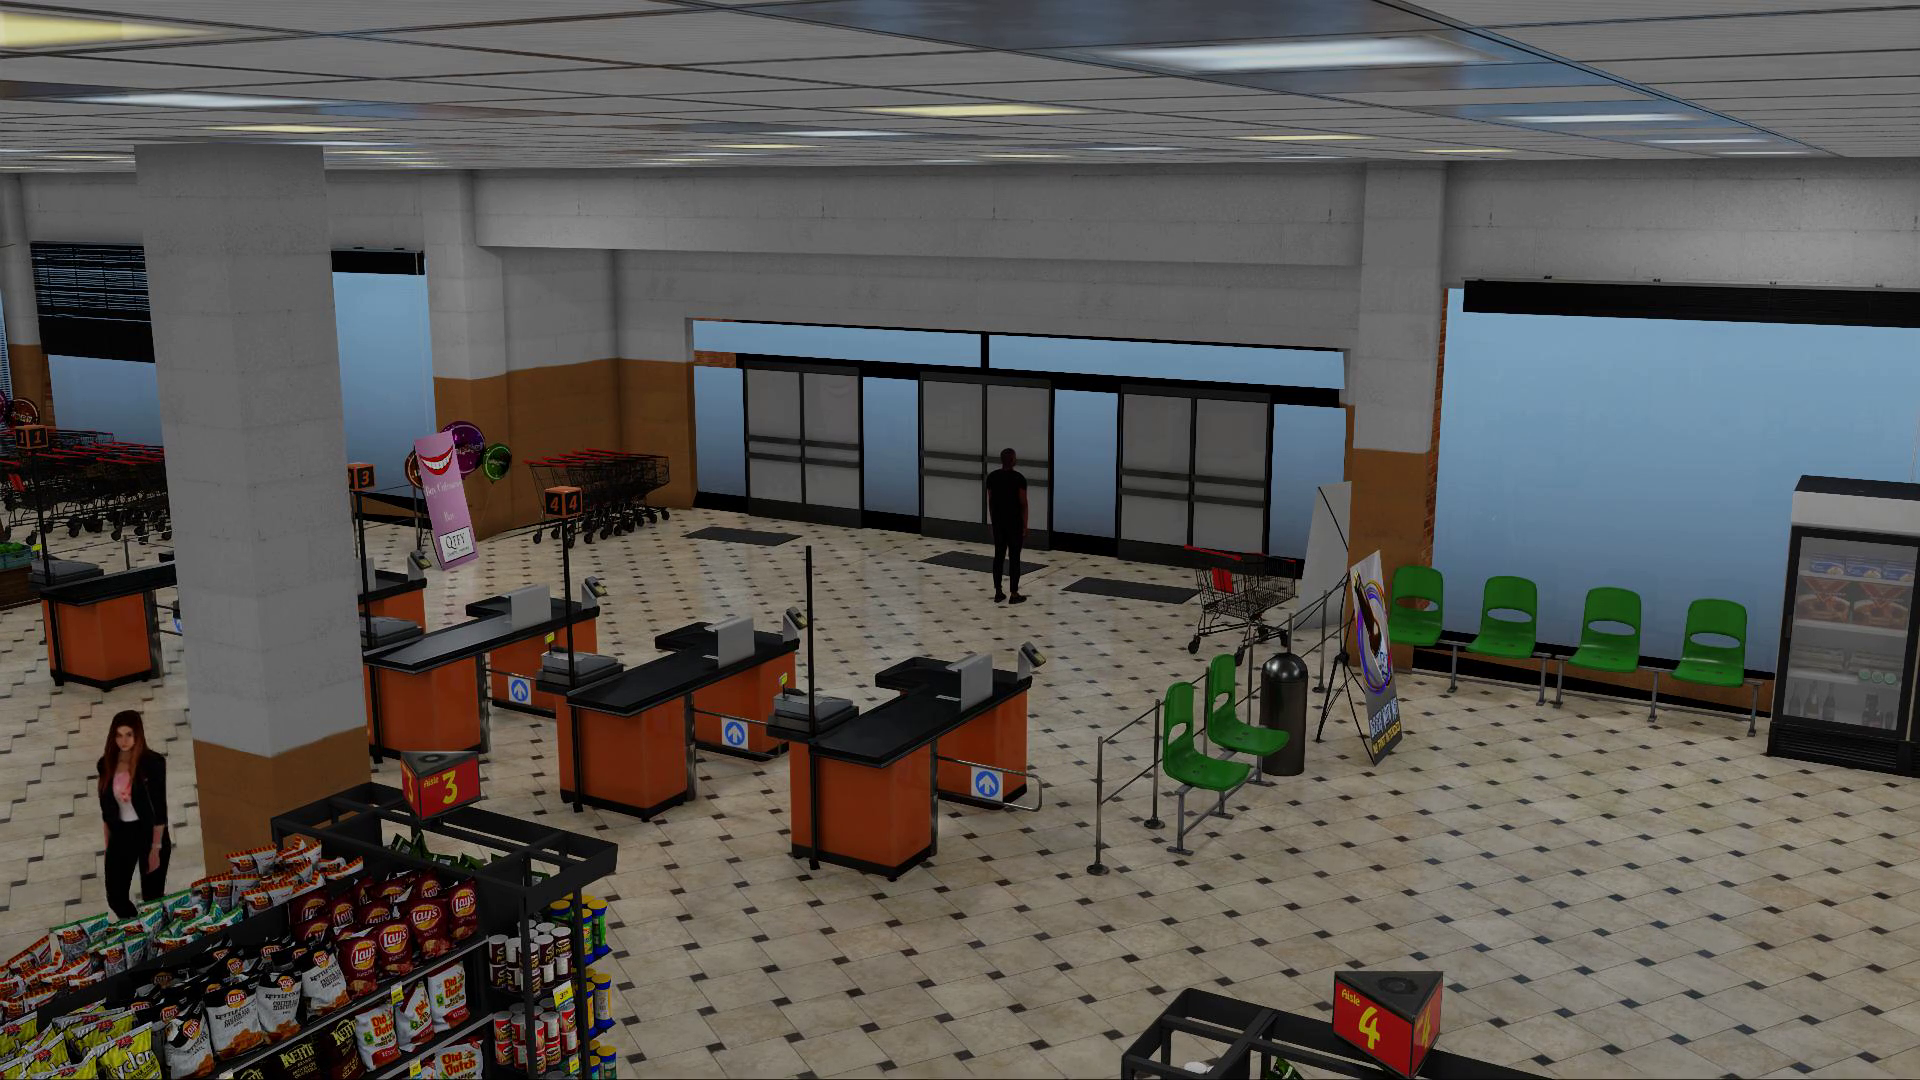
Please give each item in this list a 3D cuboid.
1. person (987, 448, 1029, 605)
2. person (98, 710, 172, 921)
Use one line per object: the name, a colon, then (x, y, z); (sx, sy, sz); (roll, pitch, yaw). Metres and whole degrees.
person: (0.553, -0.170, 19.343); (0.659, 1.820, 0.549); (6, 13, 28)
person: (-4.960, 1.830, 10.163); (0.722, 1.687, 0.765); (0, 12, 2)
